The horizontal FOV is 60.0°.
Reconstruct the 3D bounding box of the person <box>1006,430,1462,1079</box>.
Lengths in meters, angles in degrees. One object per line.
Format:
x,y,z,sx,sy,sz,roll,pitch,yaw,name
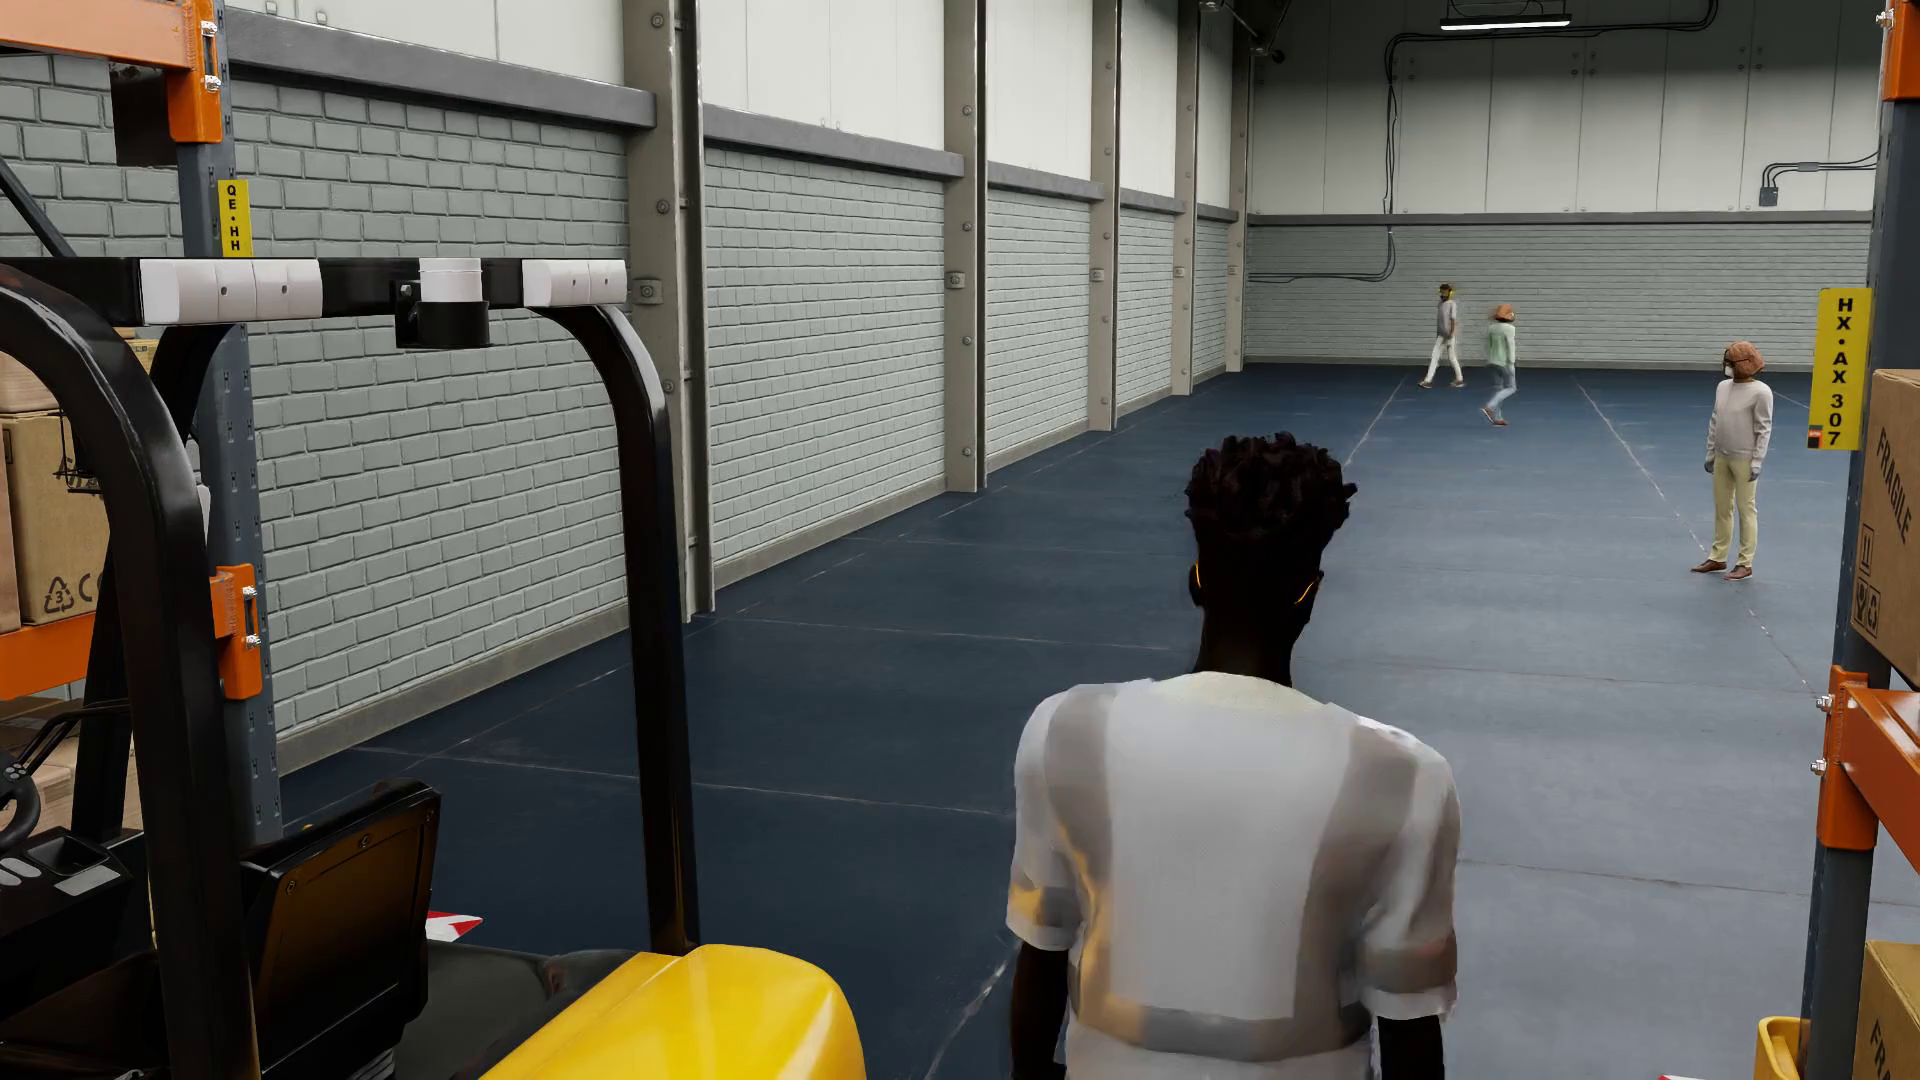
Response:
0.345,0.824,2.289,0.641,1.949,0.467,3,10,18,person

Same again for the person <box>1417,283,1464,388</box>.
8.295,-3.485,28.433,0.994,1.805,0.569,-4,10,-24,person

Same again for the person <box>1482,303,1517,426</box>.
7.077,-2.288,21.789,0.413,1.619,0.524,-3,10,-15,person

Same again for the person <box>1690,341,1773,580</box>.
5.311,-0.546,11.399,0.278,1.633,0.498,-3,10,-18,person
